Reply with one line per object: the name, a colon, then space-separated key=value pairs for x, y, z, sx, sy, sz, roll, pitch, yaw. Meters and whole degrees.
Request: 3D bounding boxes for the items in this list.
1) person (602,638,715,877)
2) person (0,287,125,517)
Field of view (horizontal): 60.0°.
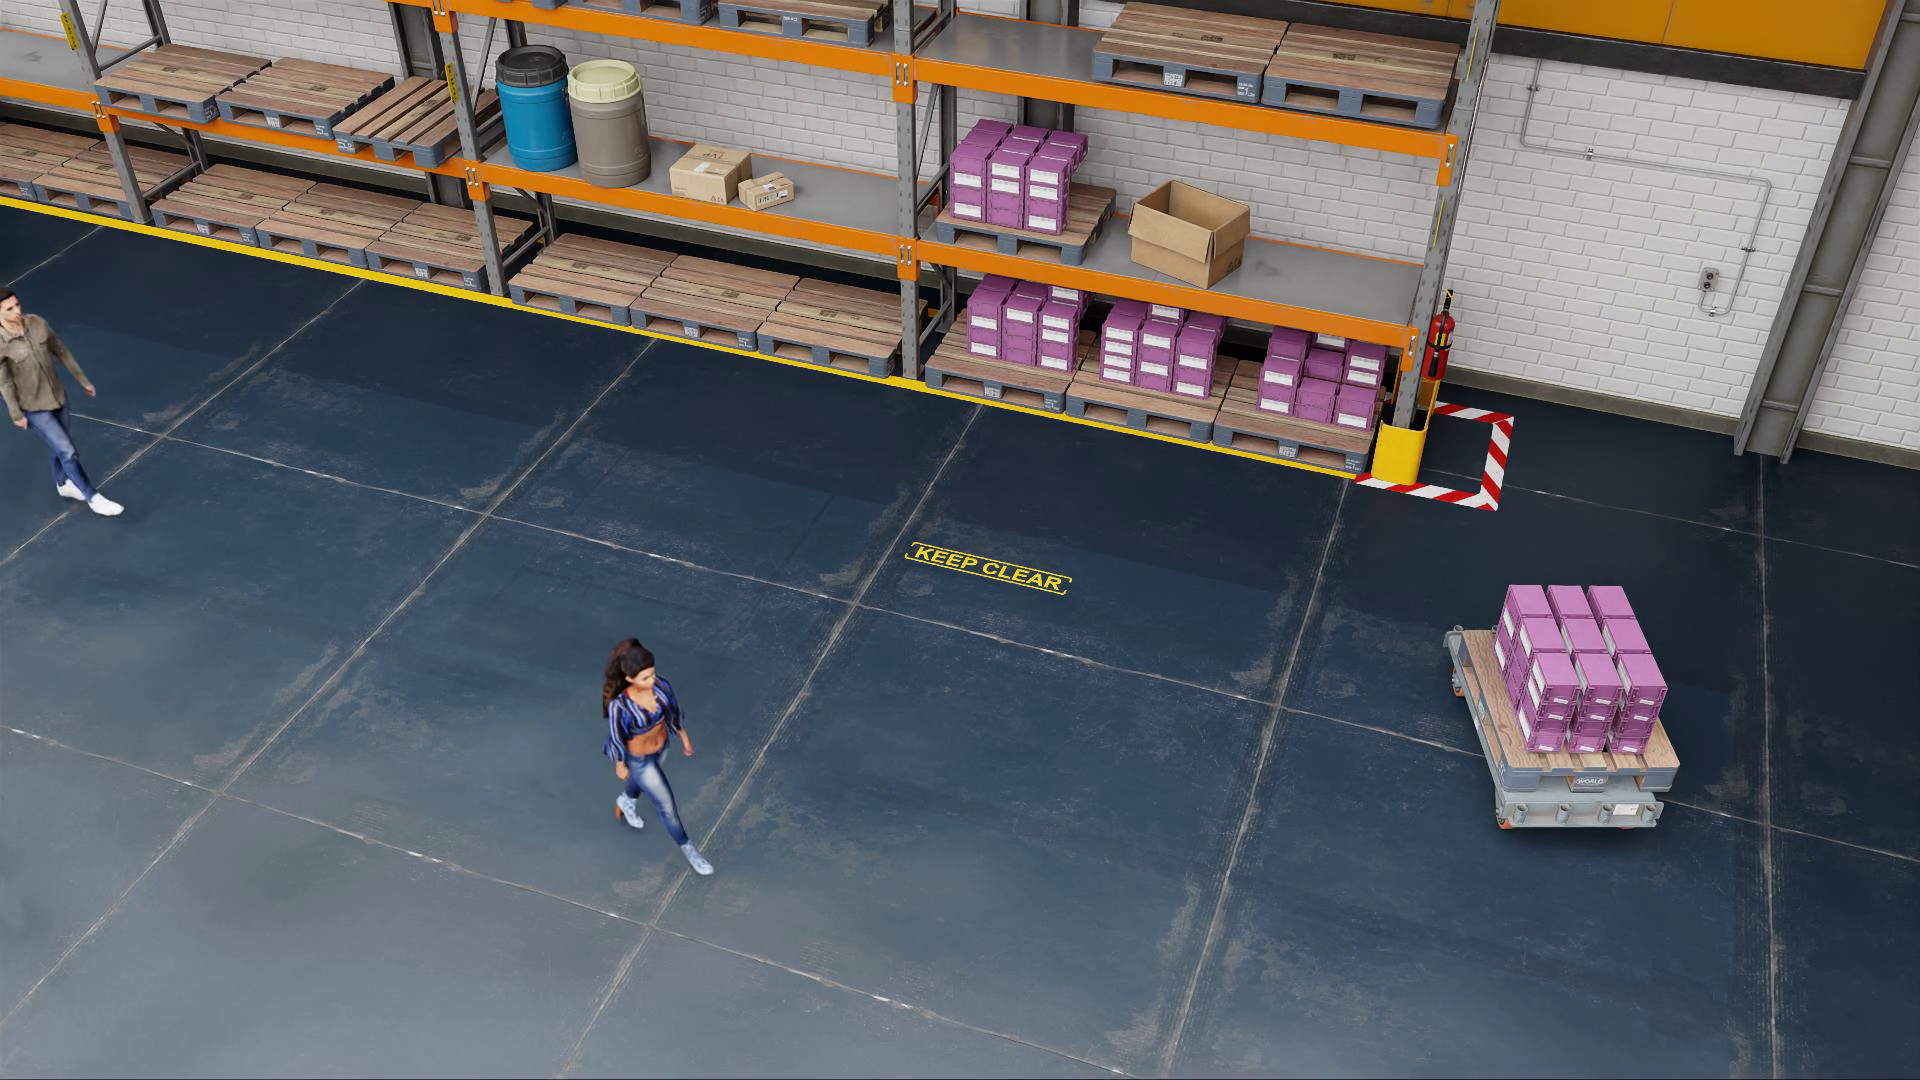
person: x=-1.832 y=1.188 z=9.497 sx=1.122 sy=1.579 sz=0.836 roll=25 pitch=45 yaw=28
person: x=-6.721 y=-1.031 z=12.065 sx=0.940 sy=1.843 sz=0.733 roll=10 pitch=40 yaw=12
